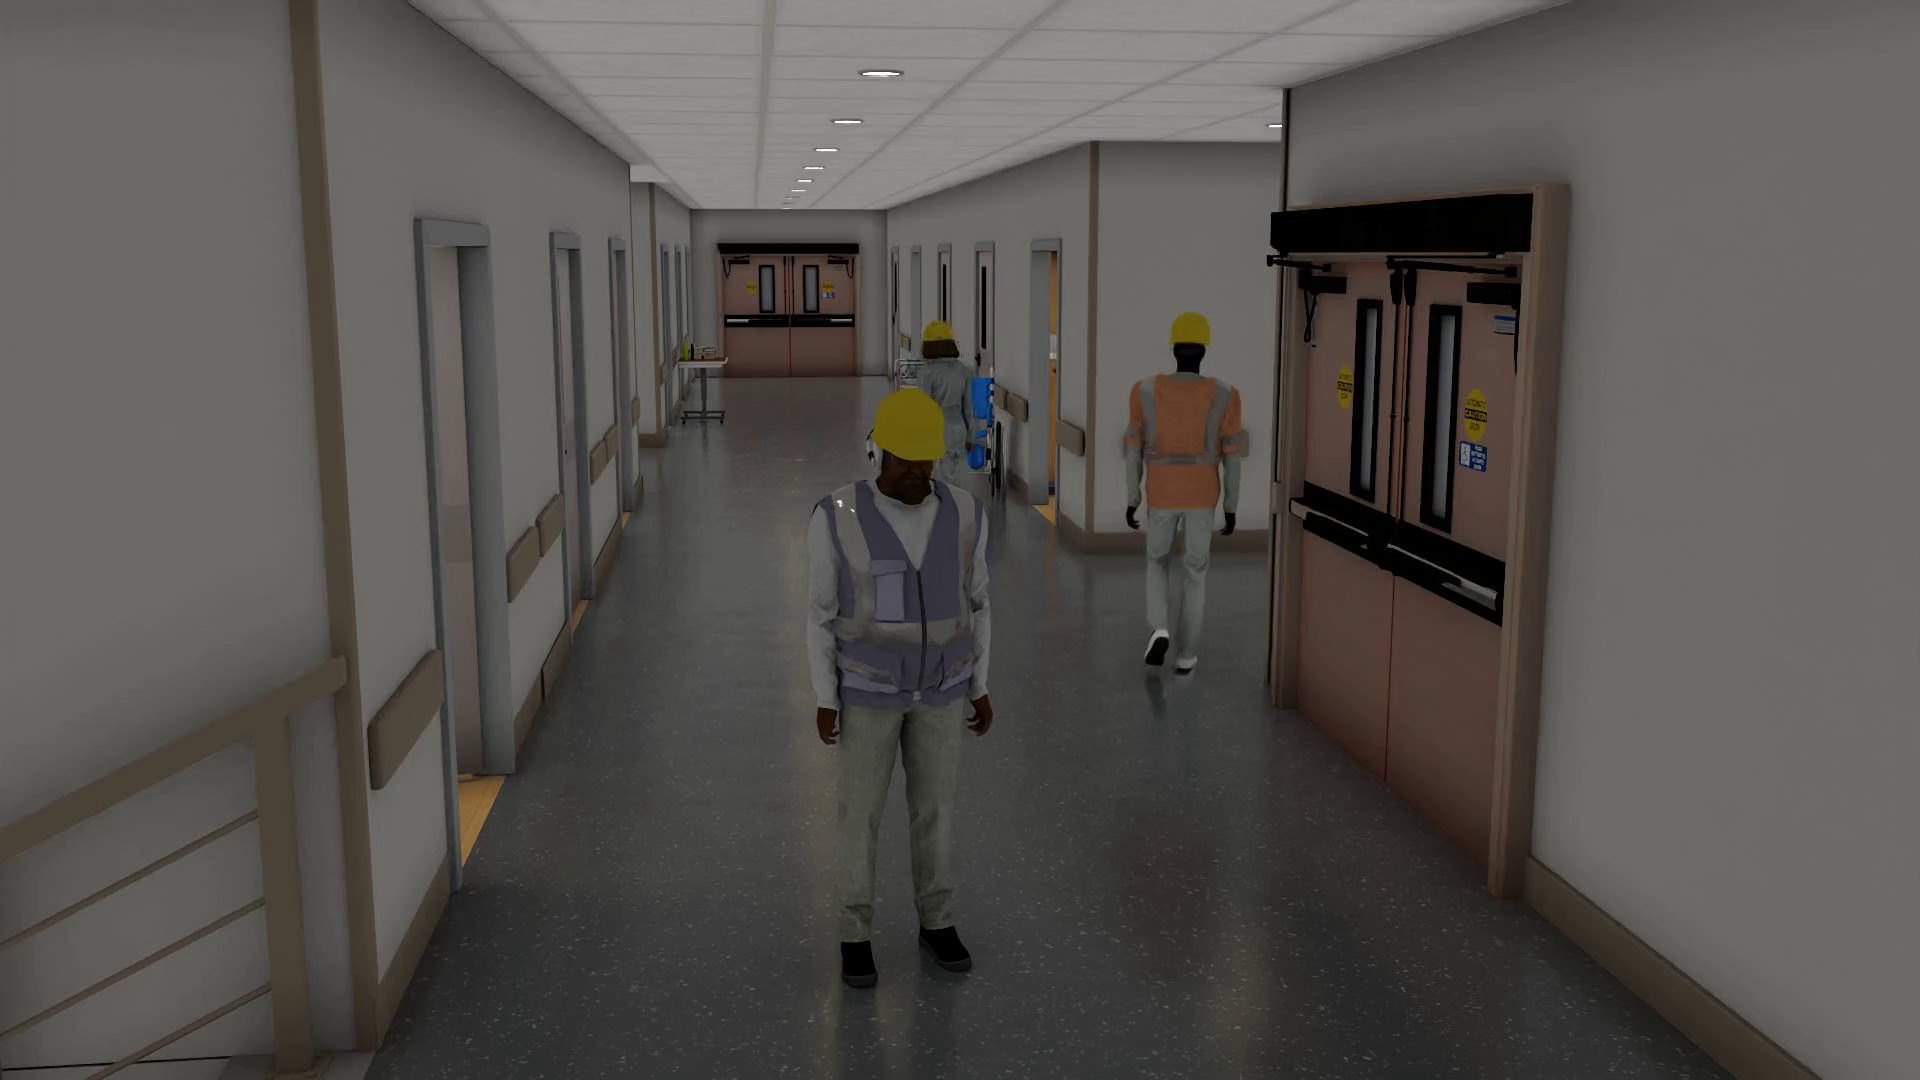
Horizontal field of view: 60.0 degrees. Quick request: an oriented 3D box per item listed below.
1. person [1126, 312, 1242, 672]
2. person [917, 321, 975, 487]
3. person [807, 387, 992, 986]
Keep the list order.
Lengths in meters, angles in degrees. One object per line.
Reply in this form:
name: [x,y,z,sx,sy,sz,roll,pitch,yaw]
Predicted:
person: [1.178,-0.240,8.782,0.606,1.916,0.420,2,10,12]
person: [-0.125,-0.760,12.366,0.402,1.722,0.480,9,13,41]
person: [-0.171,0.443,5.092,0.587,1.823,0.403,-4,10,-20]
